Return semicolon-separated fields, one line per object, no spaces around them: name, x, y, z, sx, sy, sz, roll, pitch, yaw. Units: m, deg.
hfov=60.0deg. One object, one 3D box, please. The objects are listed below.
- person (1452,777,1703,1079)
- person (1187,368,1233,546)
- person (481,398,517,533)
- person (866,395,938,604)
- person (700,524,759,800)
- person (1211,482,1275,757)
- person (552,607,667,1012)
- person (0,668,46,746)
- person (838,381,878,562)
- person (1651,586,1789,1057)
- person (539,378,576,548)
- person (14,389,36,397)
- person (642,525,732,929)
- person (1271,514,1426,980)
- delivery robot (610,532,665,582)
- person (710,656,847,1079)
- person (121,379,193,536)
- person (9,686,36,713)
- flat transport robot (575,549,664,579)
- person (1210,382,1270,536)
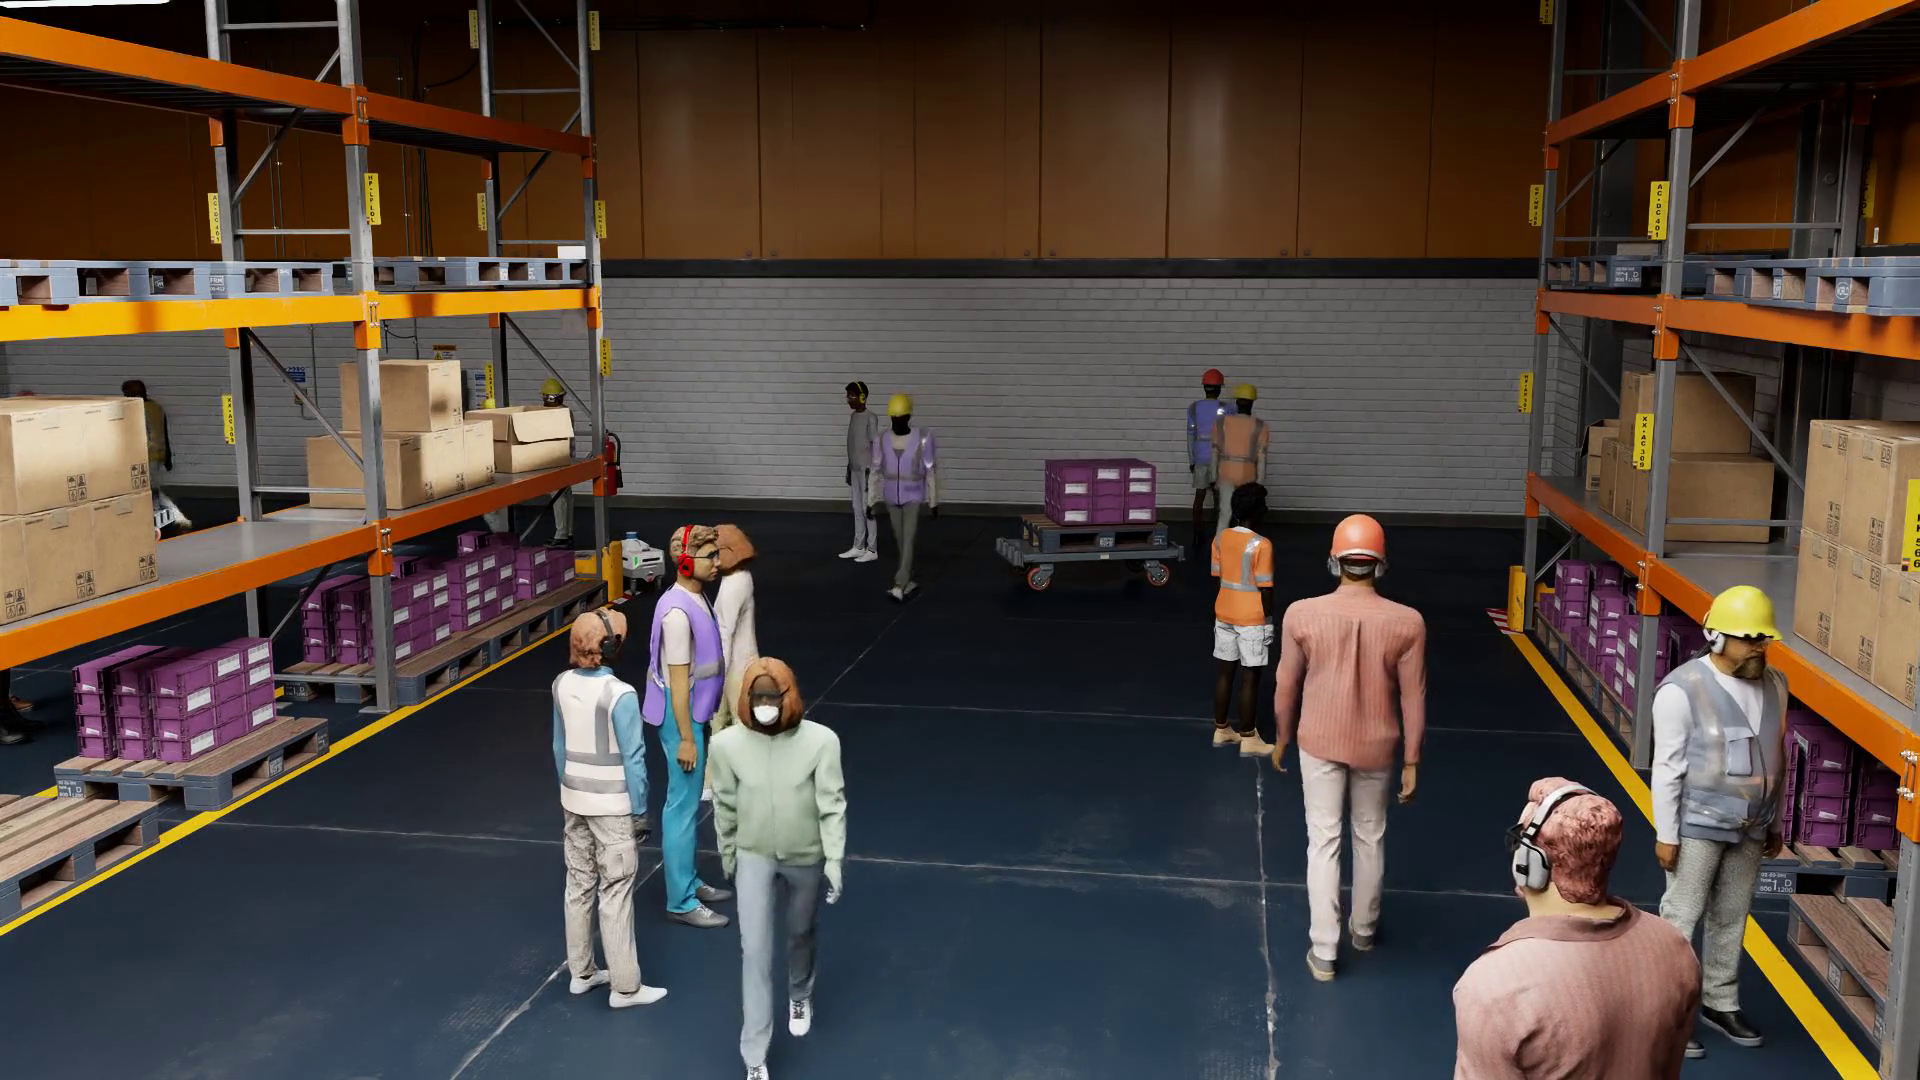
person;1.285;1.457;3.673;0.638;1.909;0.408;-5;10;-27
person;2.725;-0.885;18.020;0.542;1.940;0.355;6;11;32
person;-4.680;-0.607;16.952;0.320;1.726;0.552;4;10;21
person;-0.547;-0.377;15.088;0.620;1.868;1.013;3;10;19
person;-1.277;0.707;9.229;0.633;1.613;0.519;0;9;-1
person;1.765;0.488;10.298;0.315;1.695;0.541;-5;11;-29
person;-1.453;1.088;6.766;0.513;1.642;0.313;7;12;39
person;-6.099;0.326;10.548;0.352;1.941;0.543;-2;9;-10
person;-1.028;-0.705;17.146;0.328;1.865;0.520;-6;11;-33
person;2.909;1.065;6.358;0.598;1.823;0.403;-3;10;-19
person;-4.374;-0.834;18.032;0.403;1.833;0.586;0;9;1
person;-8.582;-0.444;15.412;0.652;1.907;0.403;-7;12;-37
person;-1.259;0.840;7.662;0.394;1.846;0.564;0;9;-3
person;1.666;0.868;7.158;0.629;1.992;0.558;1;9;9
delivery robot;-3.053;0.167;15.499;0.477;0.478;0.707;-8;12;-40
person;-0.676;1.204;6.225;0.505;1.579;0.889;-1;9;-4
person;-9.014;-0.900;18.563;0.890;1.806;0.641;1;9;5
person;-6.474;0.246;11.047;0.357;1.937;0.637;0;9;3
flat transport robot;-3.614;0.245;16.180;1.431;0.197;0.652;-2;9;-11
person;2.759;-0.622;16.571;0.623;1.892;0.915;3;10;20
